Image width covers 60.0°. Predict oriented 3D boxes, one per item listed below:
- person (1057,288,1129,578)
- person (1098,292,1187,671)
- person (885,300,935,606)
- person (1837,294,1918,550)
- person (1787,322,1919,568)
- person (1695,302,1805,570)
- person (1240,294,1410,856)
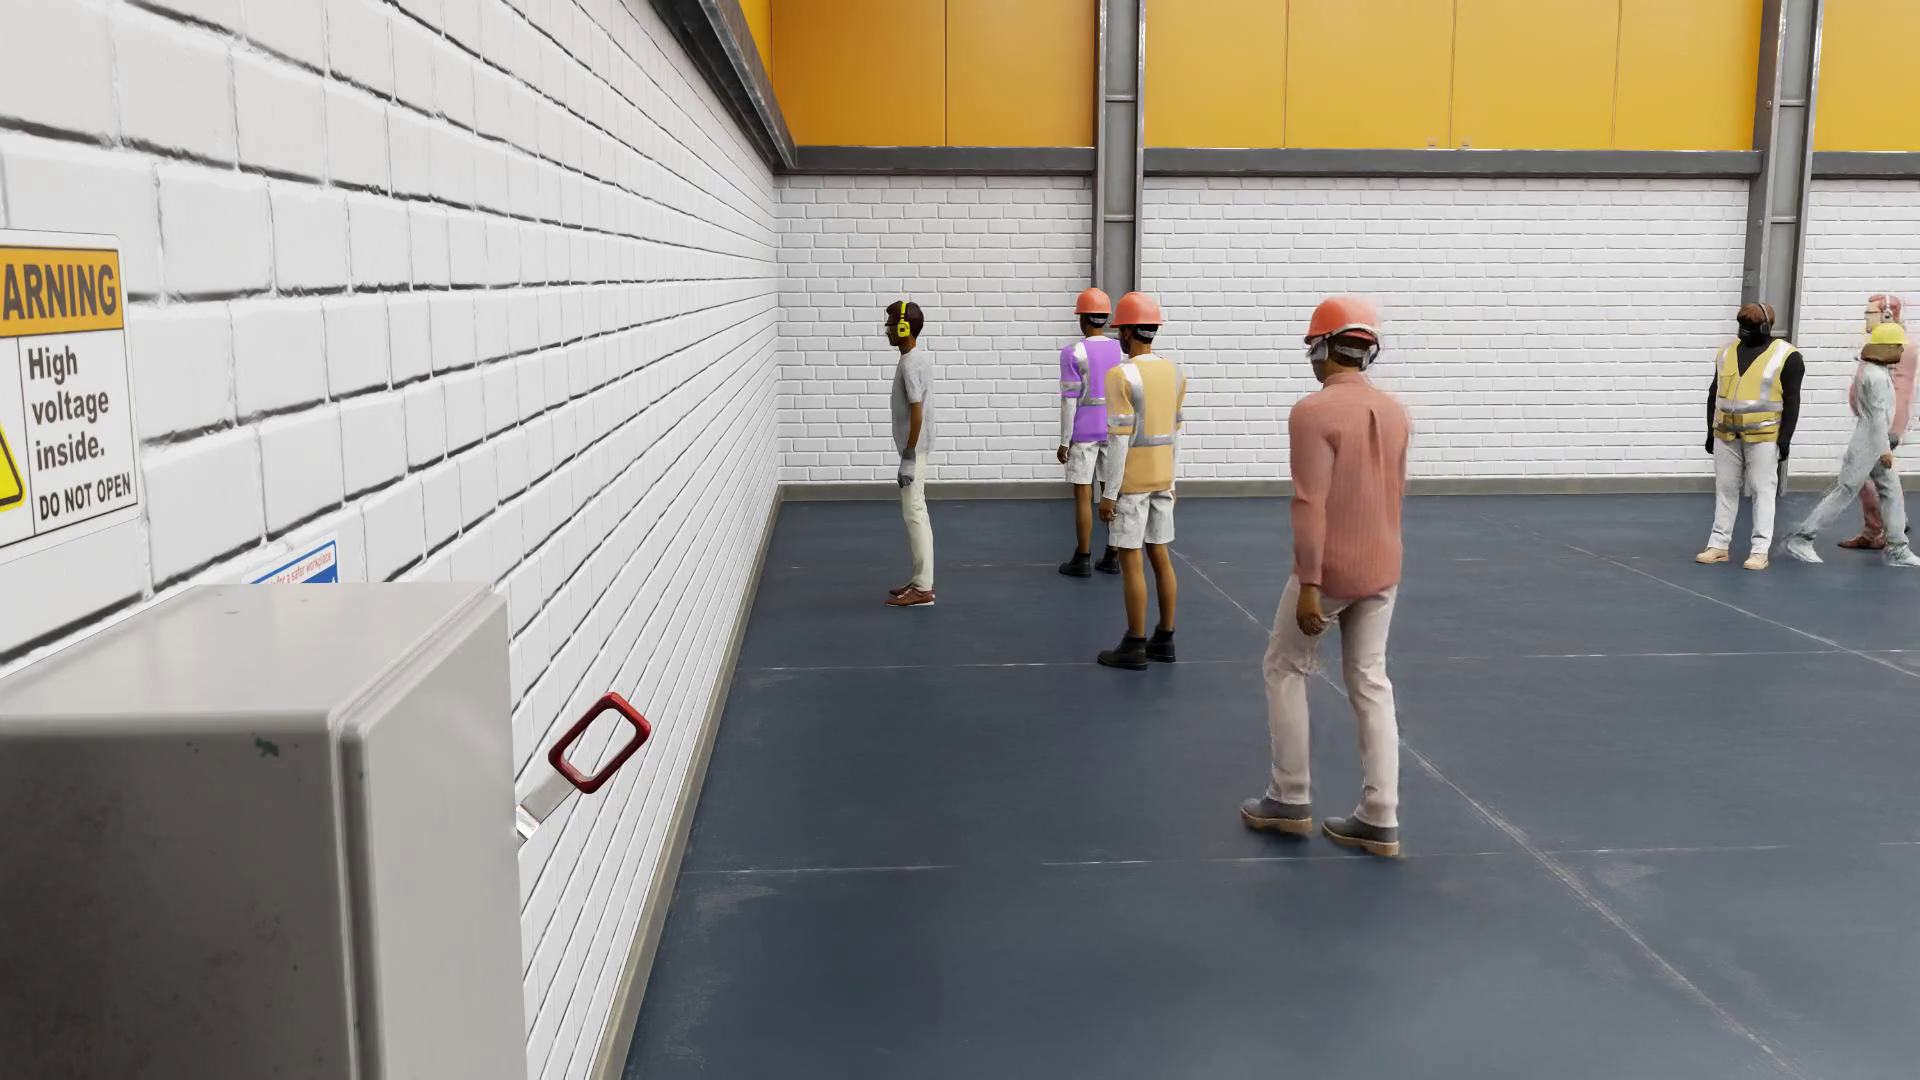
[{"bbox_3d":[0.888,-0.715,11.167,0.545,1.939,0.354,-5,10,-28],"label":"person"},{"bbox_3d":[0.908,-0.302,8.574,0.550,1.935,0.376,-8,12,-42],"label":"person"},{"bbox_3d":[-0.307,-0.525,10.198,0.310,1.868,0.533,1,9,4],"label":"person"},{"bbox_3d":[6.673,-0.844,12.137,0.431,1.889,0.665,3,9,17],"label":"person"},{"bbox_3d":[6.278,-0.660,11.554,0.885,1.704,0.493,6,11,33],"label":"person"},{"bbox_3d":[5.448,-0.718,11.506,0.430,1.839,0.619,-7,11,-37],"label":"person"},{"bbox_3d":[1.353,0.110,5.942,0.654,1.949,0.745,-6,11,-34],"label":"person"}]
